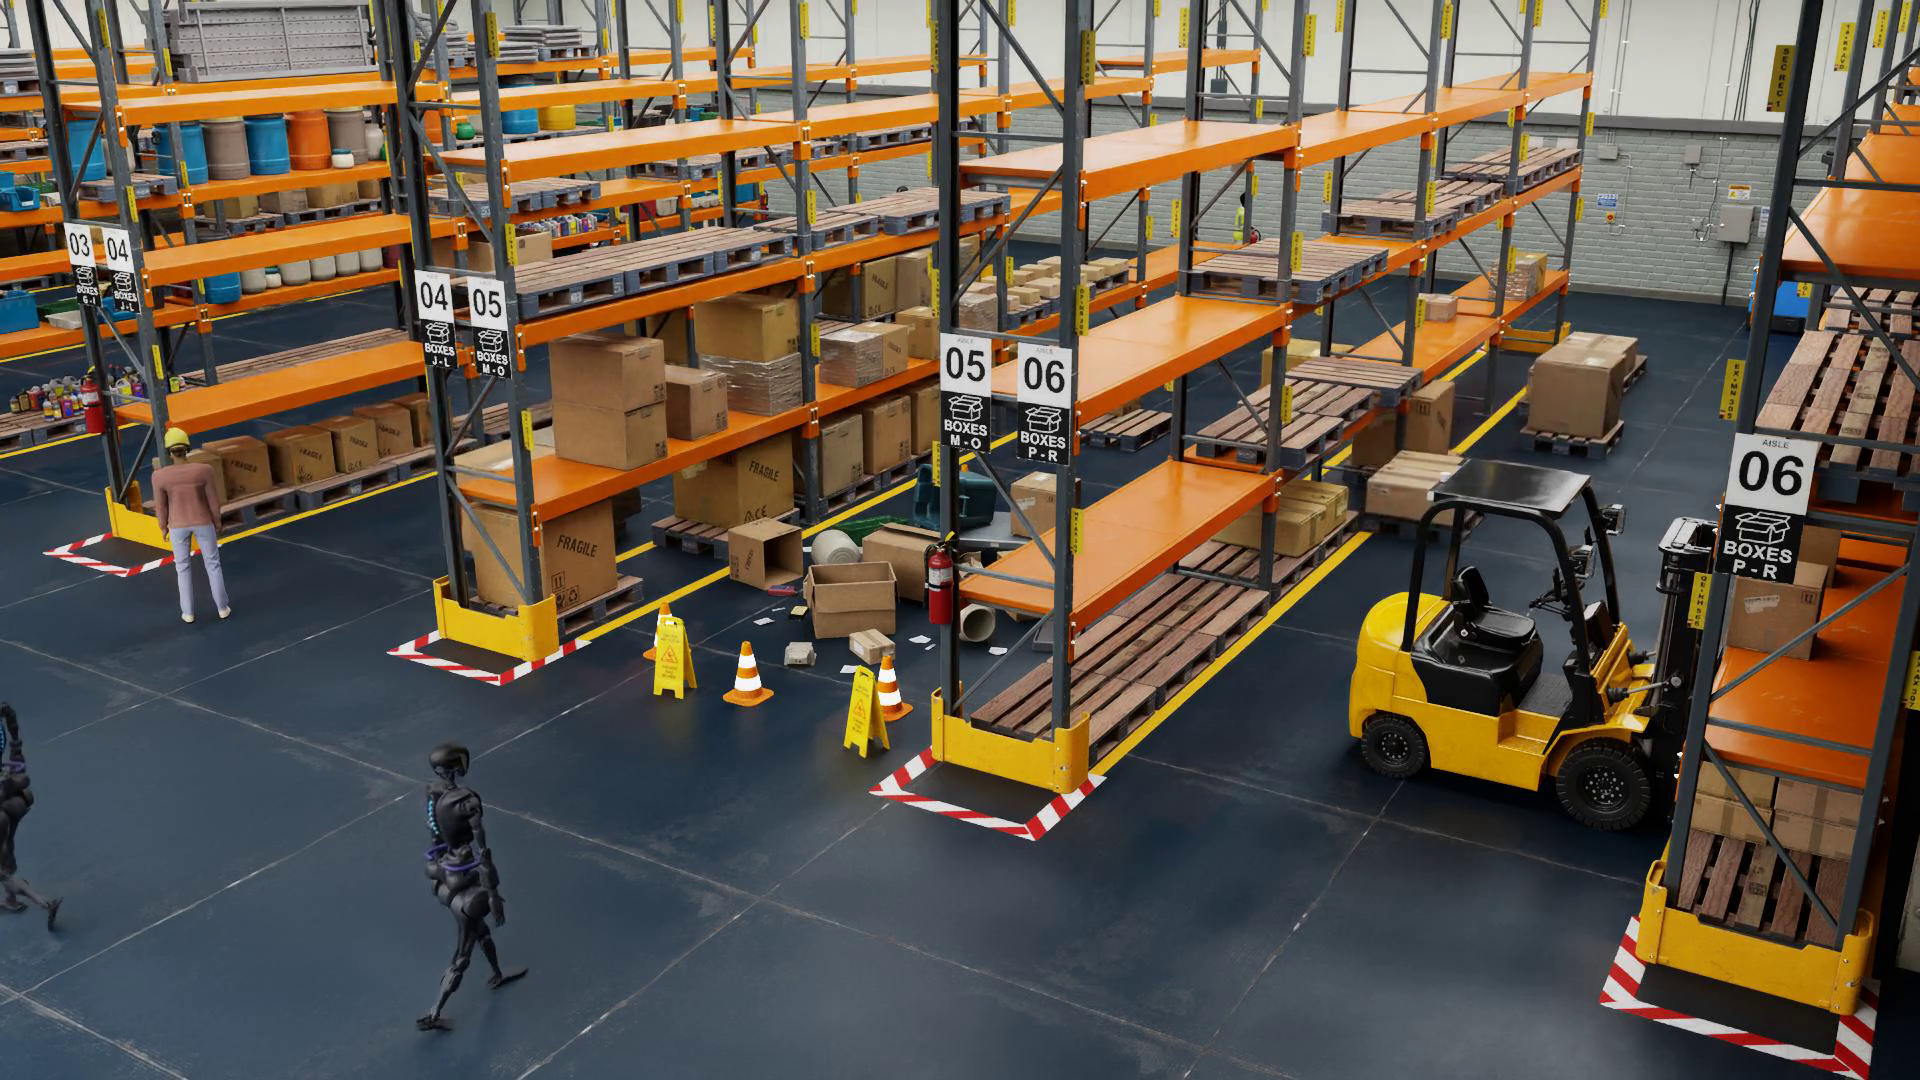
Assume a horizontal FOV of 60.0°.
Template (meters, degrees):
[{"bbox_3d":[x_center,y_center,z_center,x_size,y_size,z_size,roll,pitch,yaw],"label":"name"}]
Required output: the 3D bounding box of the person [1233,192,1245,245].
[{"bbox_3d":[5.152,-5.508,30.367,0.319,1.687,0.537,-1,19,-3],"label":"person"}]

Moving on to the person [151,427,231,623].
[{"bbox_3d":[-6.811,-0.133,14.727,0.522,1.761,0.343,-8,21,-21],"label":"person"}]

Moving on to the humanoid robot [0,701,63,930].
[{"bbox_3d":[-5.742,1.549,9.999,0.635,1.636,0.588,4,19,11],"label":"humanoid robot"}]

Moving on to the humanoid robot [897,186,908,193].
[{"bbox_3d":[-1.056,-5.810,31.236,0.315,1.657,0.599,-2,19,-7],"label":"humanoid robot"}]

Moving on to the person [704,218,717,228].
[{"bbox_3d":[-5.239,-7.061,34.861,0.490,1.688,0.348,-6,20,-18],"label":"person"}]

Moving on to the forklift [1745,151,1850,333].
[{"bbox_3d":[13.620,-4.667,26.137,1.873,2.768,1.129,11,22,29],"label":"forklift"}]

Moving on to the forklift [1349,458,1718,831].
[{"bbox_3d":[3.988,0.658,11.776,2.313,2.155,1.214,11,22,29],"label":"forklift"}]

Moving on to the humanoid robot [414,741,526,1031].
[{"bbox_3d":[-2.759,1.867,9.143,0.590,1.631,0.786,16,24,38],"label":"humanoid robot"}]
